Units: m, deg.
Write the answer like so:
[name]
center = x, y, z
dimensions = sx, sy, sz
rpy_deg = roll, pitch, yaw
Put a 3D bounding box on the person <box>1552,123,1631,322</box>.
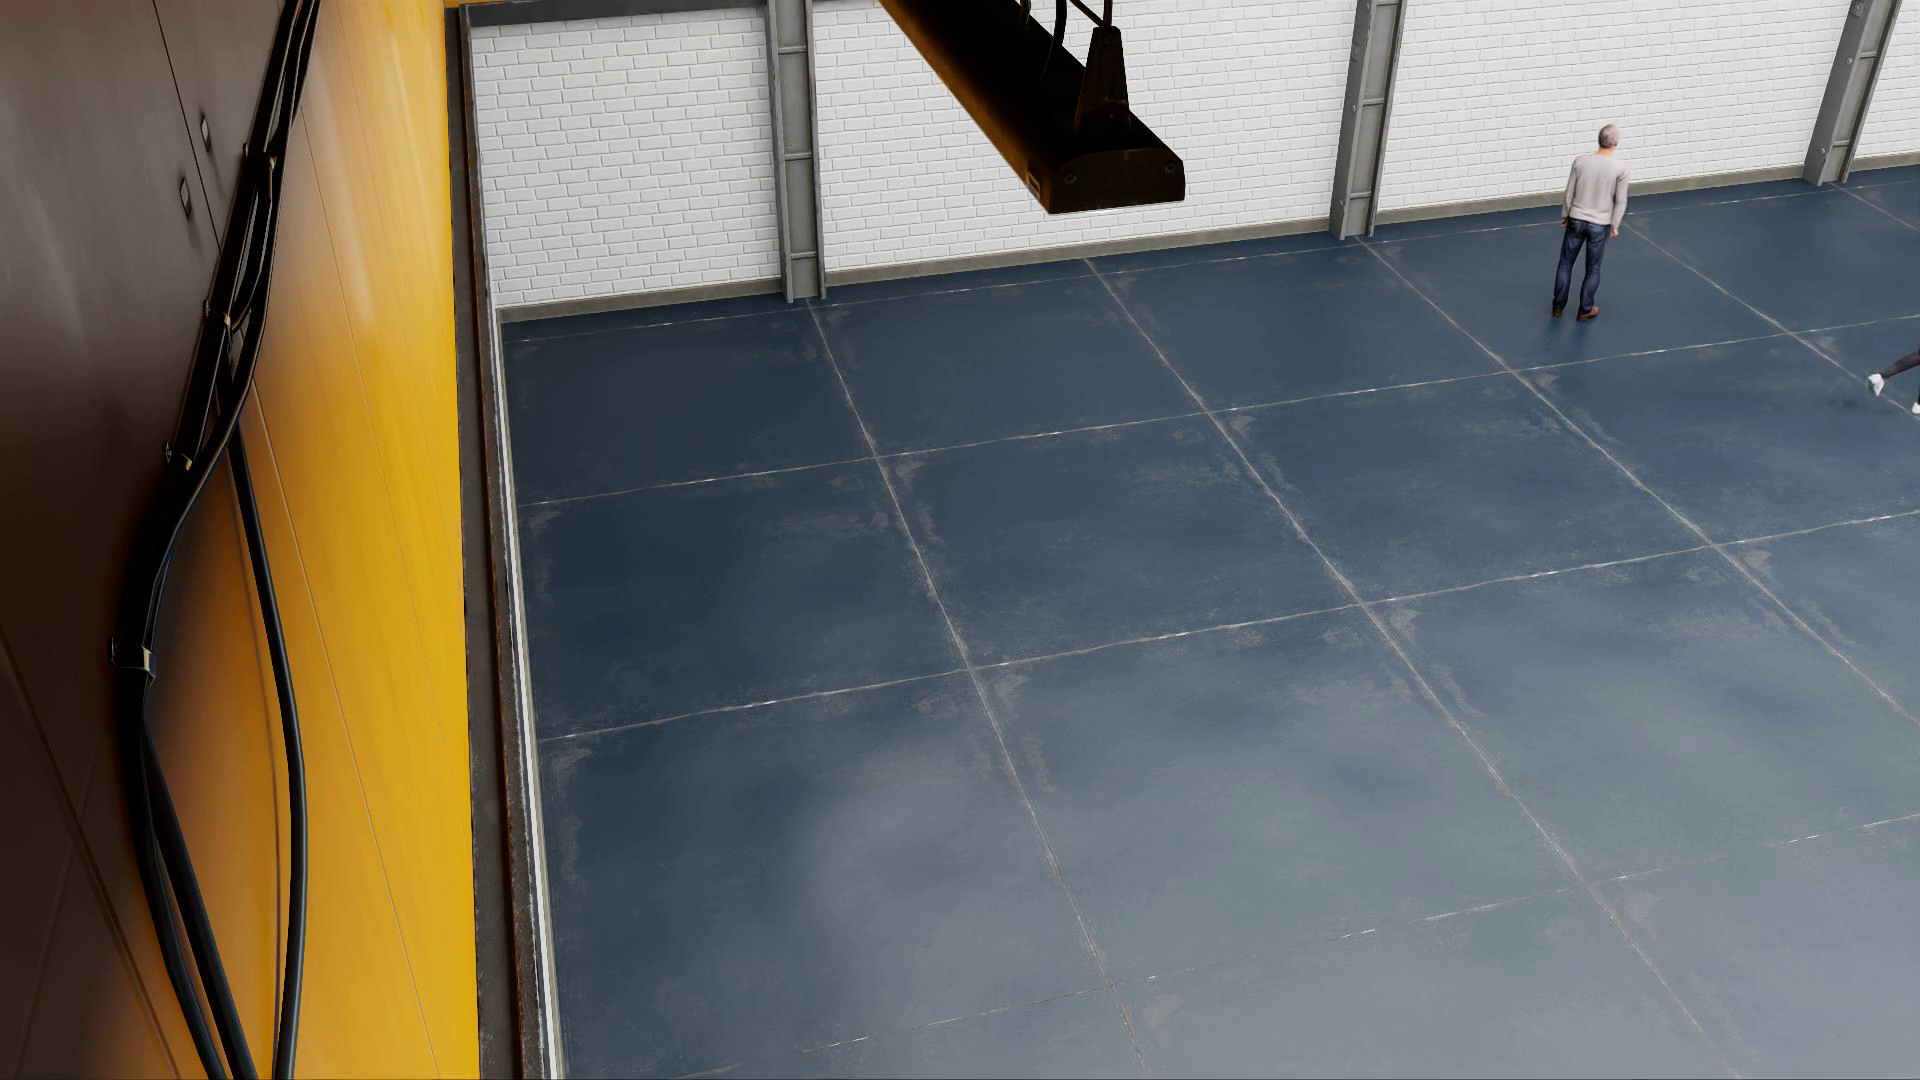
[person]
center = 5.984, -3.016, 15.810
dimensions = 0.828, 1.910, 0.868
rpy_deg = 21, 39, 29
